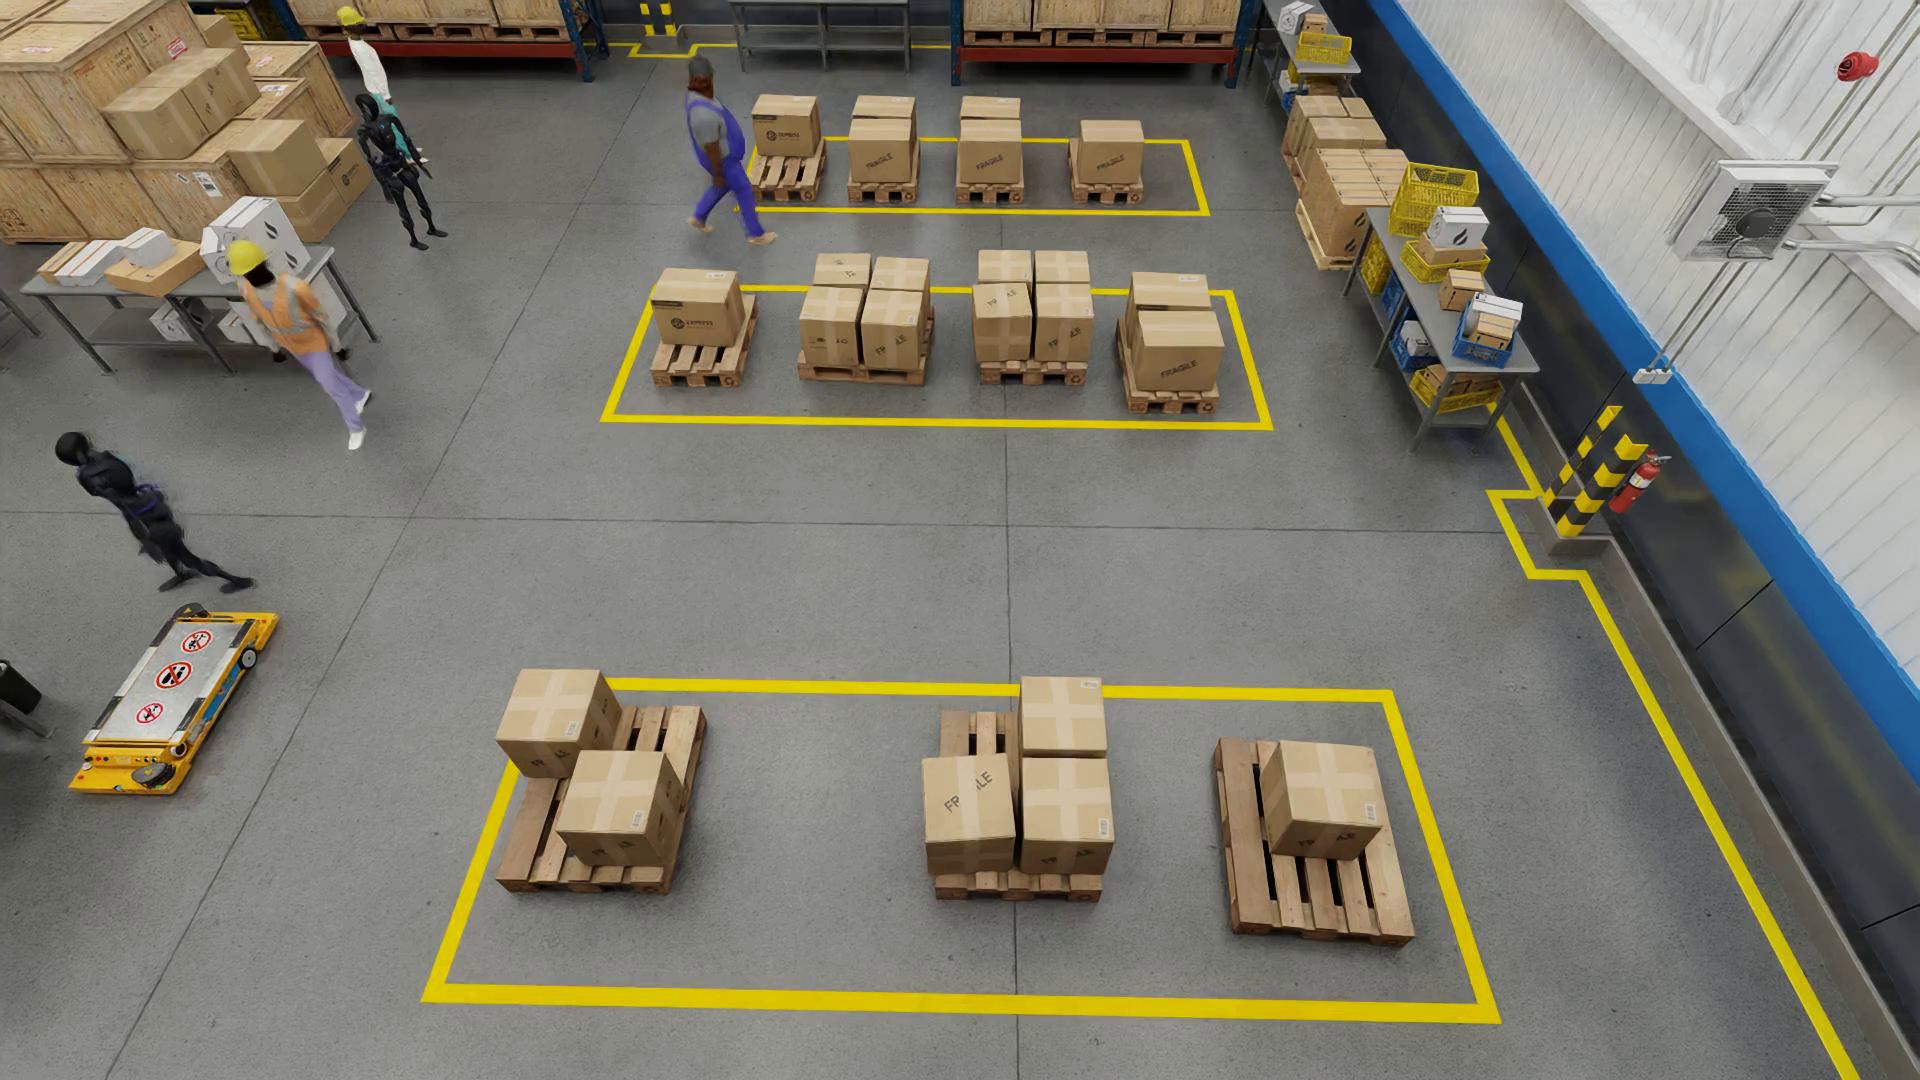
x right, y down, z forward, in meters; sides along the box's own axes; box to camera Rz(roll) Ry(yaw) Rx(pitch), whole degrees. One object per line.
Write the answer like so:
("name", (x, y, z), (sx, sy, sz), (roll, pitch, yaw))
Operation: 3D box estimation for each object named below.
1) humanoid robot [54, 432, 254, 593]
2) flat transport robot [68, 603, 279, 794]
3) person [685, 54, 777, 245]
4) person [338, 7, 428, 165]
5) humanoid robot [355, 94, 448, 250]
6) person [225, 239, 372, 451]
("humanoid robot", (-5.900, -0.155, 6.607), (0.568, 1.624, 0.665), (-34, 58, -26))
("flat transport robot", (-5.504, 1.072, 6.442), (0.652, 0.197, 1.431), (1, 50, 1))
("person", (-2.566, -4.081, 9.661), (0.829, 2.000, 0.695), (-19, 52, -15))
("person", (-6.910, -5.408, 10.965), (0.350, 1.761, 0.541), (-26, 54, -20))
("humanoid robot", (-5.972, -3.913, 9.755), (0.355, 1.648, 0.569), (18, 52, 15))
("person", (-5.527, -1.680, 7.725), (0.592, 1.926, 0.607), (6, 50, 5))
